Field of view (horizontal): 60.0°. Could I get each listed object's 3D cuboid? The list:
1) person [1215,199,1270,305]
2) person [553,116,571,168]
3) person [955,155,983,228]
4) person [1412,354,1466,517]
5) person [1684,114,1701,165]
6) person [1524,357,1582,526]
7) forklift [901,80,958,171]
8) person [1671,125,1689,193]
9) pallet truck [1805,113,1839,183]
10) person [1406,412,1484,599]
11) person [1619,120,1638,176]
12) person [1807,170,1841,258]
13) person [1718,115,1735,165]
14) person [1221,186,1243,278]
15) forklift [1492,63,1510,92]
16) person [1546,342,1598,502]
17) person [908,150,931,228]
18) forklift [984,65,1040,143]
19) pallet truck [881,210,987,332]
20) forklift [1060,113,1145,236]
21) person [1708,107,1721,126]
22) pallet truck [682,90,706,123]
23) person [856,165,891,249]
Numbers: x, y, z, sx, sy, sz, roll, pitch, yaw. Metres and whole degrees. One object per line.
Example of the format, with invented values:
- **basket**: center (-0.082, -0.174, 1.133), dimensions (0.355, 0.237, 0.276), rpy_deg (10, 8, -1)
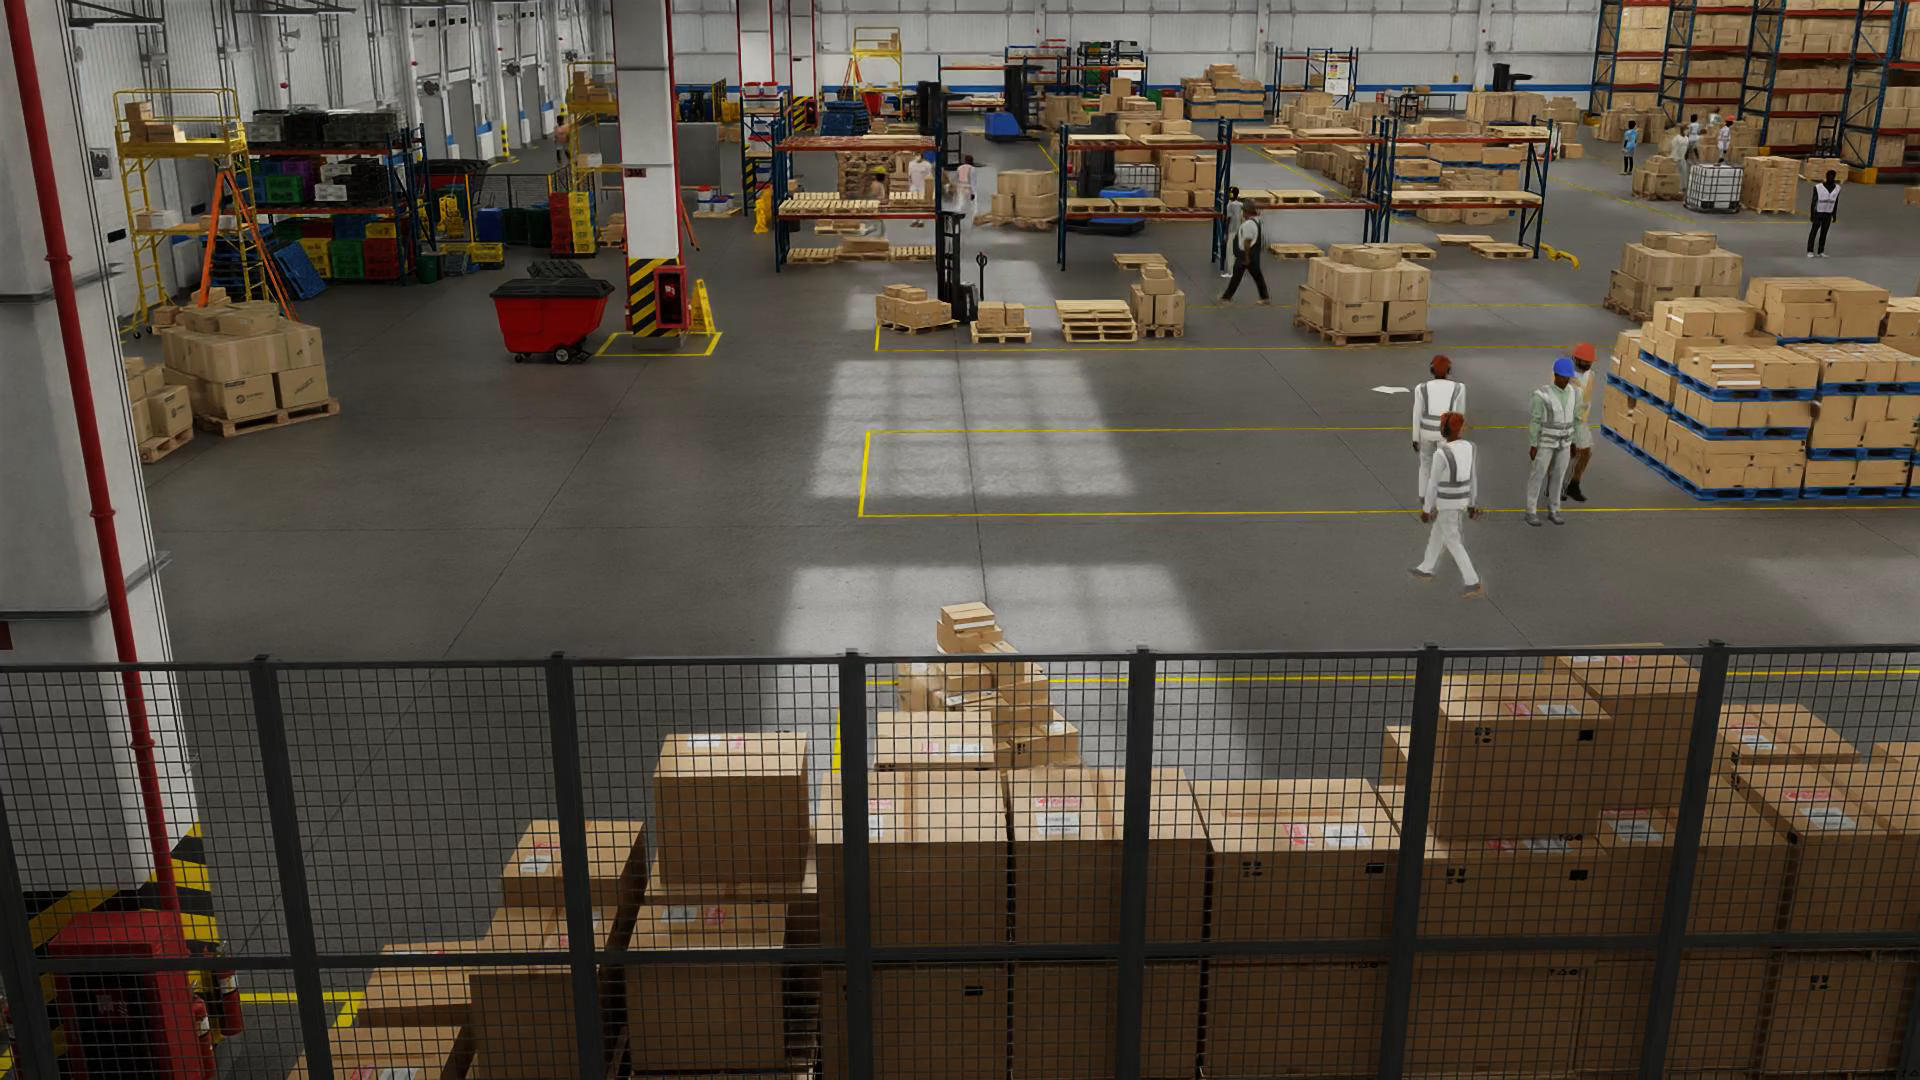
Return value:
- **person**: center (5.410, -5.428, 31.266), dimensions (1.044, 2.000, 0.693), rpy_deg (11, 21, 29)
- **person**: center (-13.004, -13.036, 54.419), dimensions (0.537, 1.668, 0.817), rpy_deg (4, 19, 10)
- **person**: center (0.152, -8.610, 41.107), dimensions (0.628, 1.794, 0.963), rpy_deg (16, 24, 39)
- **person**: center (5.460, -1.201, 19.039), dimensions (0.576, 1.849, 0.923), rpy_deg (5, 19, 15)
- **person**: center (24.232, -13.217, 54.943), dimensions (0.525, 1.670, 0.805), rpy_deg (-3, 19, -8)
- **person**: center (6.634, -1.098, 18.588), dimensions (0.601, 1.940, 0.415), rpy_deg (-5, 19, -14)
- **forklift**: center (-0.976, -13.185, 52.985), dimensions (1.873, 2.768, 1.129), rpy_deg (-9, 21, -26)
- **person**: center (20.740, -10.961, 47.900), dimensions (0.656, 1.892, 0.994), rpy_deg (-10, 21, -27)
- **pallet truck**: center (26.403, -11.957, 50.702), dimensions (0.823, 1.965, 1.885), rpy_deg (6, 19, 16)
- **person**: center (4.925, -0.363, 16.572), dimensions (0.584, 1.840, 0.993), rpy_deg (-14, 23, -36)
- **person**: center (21.002, -12.306, 52.201), dimensions (0.541, 1.696, 0.315), rpy_deg (-11, 21, -29)
- **person**: center (19.074, -7.210, 36.742), dimensions (0.593, 1.920, 0.391), rpy_deg (-1, 19, -2)
- **person**: center (23.582, -12.106, 51.263), dimensions (0.391, 1.929, 0.551), rpy_deg (8, 20, 22)
- **person**: center (5.619, -6.335, 34.246), dimensions (0.334, 1.861, 0.497), rpy_deg (17, 25, 41)
- **forklift**: center (20.676, -16.872, 63.923), dimensions (1.873, 2.768, 1.129), rpy_deg (-1, 19, -1)
- **person**: center (7.179, -1.360, 19.398), dimensions (0.562, 1.917, 0.607), rpy_deg (-7, 20, -19)
- **person**: center (-1.038, -8.647, 40.985), dimensions (0.642, 1.922, 0.655), rpy_deg (8, 20, 21)
- **forklift**: center (1.948, -16.471, 62.733), dimensions (1.873, 2.768, 1.129), rpy_deg (-7, 20, -19)
- **pallet truck**: center (-0.493, -4.759, 29.349), dimensions (1.885, 1.965, 0.823), rpy_deg (-13, 23, -34)
- **forklift**: center (3.454, -8.849, 40.123), dimensions (1.873, 2.768, 1.129), rpy_deg (9, 21, 24)
- **person**: center (26.796, -14.534, 58.951), dimensions (0.835, 1.593, 0.536), rpy_deg (-3, 19, -8)
- **pallet truck**: center (-9.671, -15.907, 62.421), dimensions (0.823, 1.965, 1.885), rpy_deg (5, 19, 15)
- **person**: center (-1.934, -7.553, 37.793), dimensions (0.763, 1.901, 0.588), rpy_deg (2, 19, 7)
